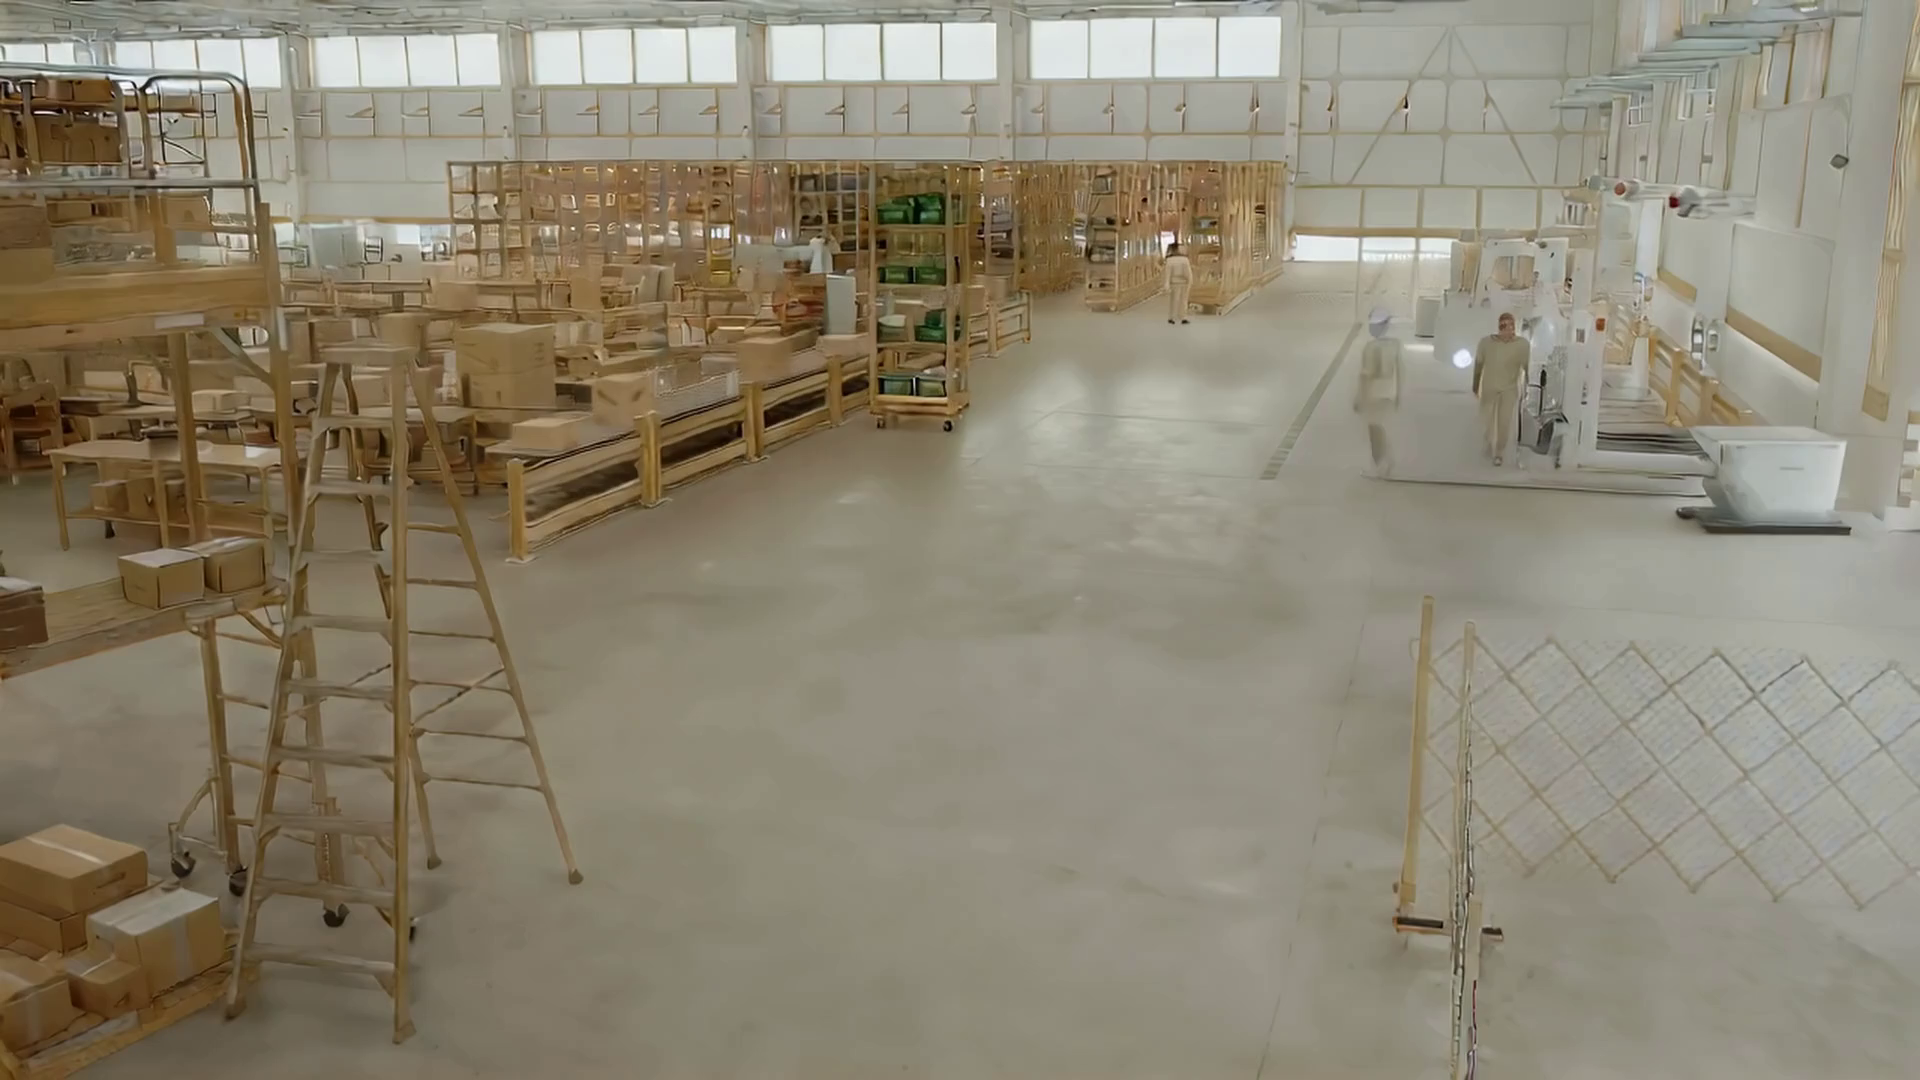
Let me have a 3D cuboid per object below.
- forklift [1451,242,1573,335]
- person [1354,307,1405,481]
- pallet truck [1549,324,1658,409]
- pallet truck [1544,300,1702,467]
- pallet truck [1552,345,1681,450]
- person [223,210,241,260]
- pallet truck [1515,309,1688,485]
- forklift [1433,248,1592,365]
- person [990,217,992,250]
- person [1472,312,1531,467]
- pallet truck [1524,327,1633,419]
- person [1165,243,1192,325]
[{"bbox_3d":[10.464,-4.597,31.405,2.680,1.987,1.157,4,14,16],"label":"forklift"},{"bbox_3d":[4.880,-1.697,19.456,0.642,2.028,0.424,-8,15,-30],"label":"person"},{"bbox_3d":[9.824,-2.669,25.407,1.601,1.201,0.680,4,14,16],"label":"pallet truck"},{"bbox_3d":[8.263,-1.952,20.631,1.885,1.965,0.823,5,14,20],"label":"pallet truck"},{"bbox_3d":[8.641,-1.896,21.908,1.630,1.274,0.653,4,14,16],"label":"pallet truck"},{"bbox_3d":[-24.979,-10.385,57.230,0.610,1.923,0.594,-12,18,-42],"label":"person"},{"bbox_3d":[7.554,-1.677,19.446,1.885,1.965,0.823,3,13,14],"label":"pallet truck"},{"bbox_3d":[9.780,-4.111,29.280,2.680,1.987,1.157,3,13,14],"label":"forklift"},{"bbox_3d":[1.240,-10.496,57.942,0.674,1.805,0.588,1,13,6],"label":"person"},{"bbox_3d":[6.703,-1.891,20.615,0.650,1.885,0.791,6,14,25],"label":"person"},{"bbox_3d":[9.065,-2.460,24.370,1.522,1.261,0.704,3,13,14],"label":"pallet truck"},{"bbox_3d":[4.931,-5.761,37.446,0.603,1.830,0.404,4,14,15],"label":"person"}]
